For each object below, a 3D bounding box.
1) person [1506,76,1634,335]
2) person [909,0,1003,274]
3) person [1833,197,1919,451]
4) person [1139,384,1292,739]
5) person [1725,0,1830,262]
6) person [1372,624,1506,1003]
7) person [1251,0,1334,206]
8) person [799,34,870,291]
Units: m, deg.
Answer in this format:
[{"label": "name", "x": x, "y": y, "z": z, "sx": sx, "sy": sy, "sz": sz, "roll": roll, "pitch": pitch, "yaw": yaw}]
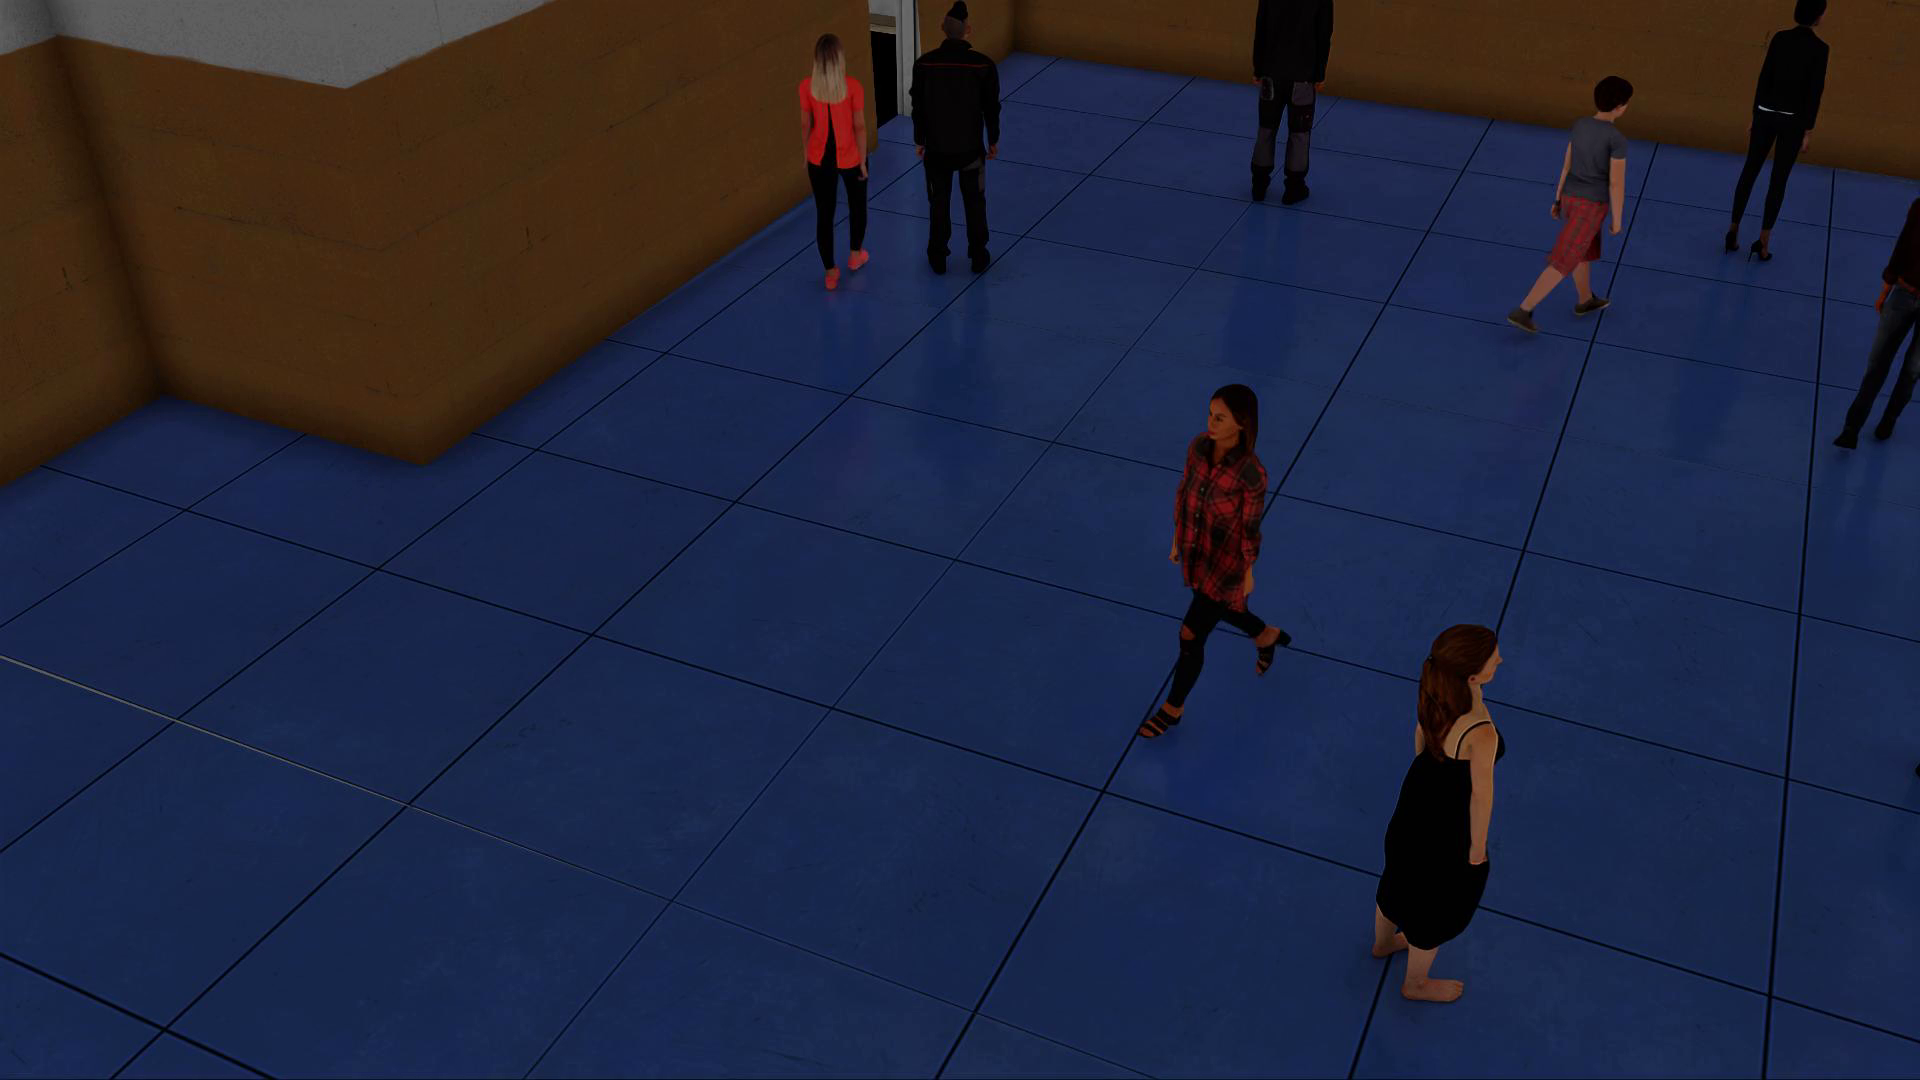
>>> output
[{"label": "person", "x": 3.833, "y": -2.046, "z": 10.397, "sx": 1.129, "sy": 1.618, "sz": 1.135, "roll": -15, "pitch": 36, "yaw": -21}, {"label": "person", "x": -0.028, "y": -2.694, "z": 11.142, "sx": 0.722, "sy": 1.862, "sz": 0.911, "roll": 1, "pitch": 34, "yaw": 2}, {"label": "person", "x": 5.368, "y": -1.335, "z": 9.218, "sx": 0.966, "sy": 1.752, "sz": 0.901, "roll": 27, "pitch": 42, "yaw": 34}, {"label": "person", "x": 1.162, "y": 0.075, "z": 7.169, "sx": 1.069, "sy": 1.674, "sz": 1.115, "roll": -18, "pitch": 38, "yaw": -25}, {"label": "person", "x": 5.588, "y": -2.808, "z": 11.360, "sx": 0.737, "sy": 1.834, "sz": 0.626, "roll": -20, "pitch": 39, "yaw": -28}, {"label": "person", "x": 1.693, "y": 0.960, "z": 5.884, "sx": 0.734, "sy": 1.625, "sz": 0.679, "roll": -10, "pitch": 35, "yaw": -14}, {"label": "person", "x": 2.415, "y": -3.446, "z": 12.219, "sx": 0.537, "sy": 1.944, "sz": 0.769, "roll": 12, "pitch": 36, "yaw": 18}, {"label": "person", "x": -0.836, "y": -2.449, "z": 10.961, "sx": 0.786, "sy": 1.678, "sz": 0.799, "roll": 4, "pitch": 34, "yaw": 6}]
